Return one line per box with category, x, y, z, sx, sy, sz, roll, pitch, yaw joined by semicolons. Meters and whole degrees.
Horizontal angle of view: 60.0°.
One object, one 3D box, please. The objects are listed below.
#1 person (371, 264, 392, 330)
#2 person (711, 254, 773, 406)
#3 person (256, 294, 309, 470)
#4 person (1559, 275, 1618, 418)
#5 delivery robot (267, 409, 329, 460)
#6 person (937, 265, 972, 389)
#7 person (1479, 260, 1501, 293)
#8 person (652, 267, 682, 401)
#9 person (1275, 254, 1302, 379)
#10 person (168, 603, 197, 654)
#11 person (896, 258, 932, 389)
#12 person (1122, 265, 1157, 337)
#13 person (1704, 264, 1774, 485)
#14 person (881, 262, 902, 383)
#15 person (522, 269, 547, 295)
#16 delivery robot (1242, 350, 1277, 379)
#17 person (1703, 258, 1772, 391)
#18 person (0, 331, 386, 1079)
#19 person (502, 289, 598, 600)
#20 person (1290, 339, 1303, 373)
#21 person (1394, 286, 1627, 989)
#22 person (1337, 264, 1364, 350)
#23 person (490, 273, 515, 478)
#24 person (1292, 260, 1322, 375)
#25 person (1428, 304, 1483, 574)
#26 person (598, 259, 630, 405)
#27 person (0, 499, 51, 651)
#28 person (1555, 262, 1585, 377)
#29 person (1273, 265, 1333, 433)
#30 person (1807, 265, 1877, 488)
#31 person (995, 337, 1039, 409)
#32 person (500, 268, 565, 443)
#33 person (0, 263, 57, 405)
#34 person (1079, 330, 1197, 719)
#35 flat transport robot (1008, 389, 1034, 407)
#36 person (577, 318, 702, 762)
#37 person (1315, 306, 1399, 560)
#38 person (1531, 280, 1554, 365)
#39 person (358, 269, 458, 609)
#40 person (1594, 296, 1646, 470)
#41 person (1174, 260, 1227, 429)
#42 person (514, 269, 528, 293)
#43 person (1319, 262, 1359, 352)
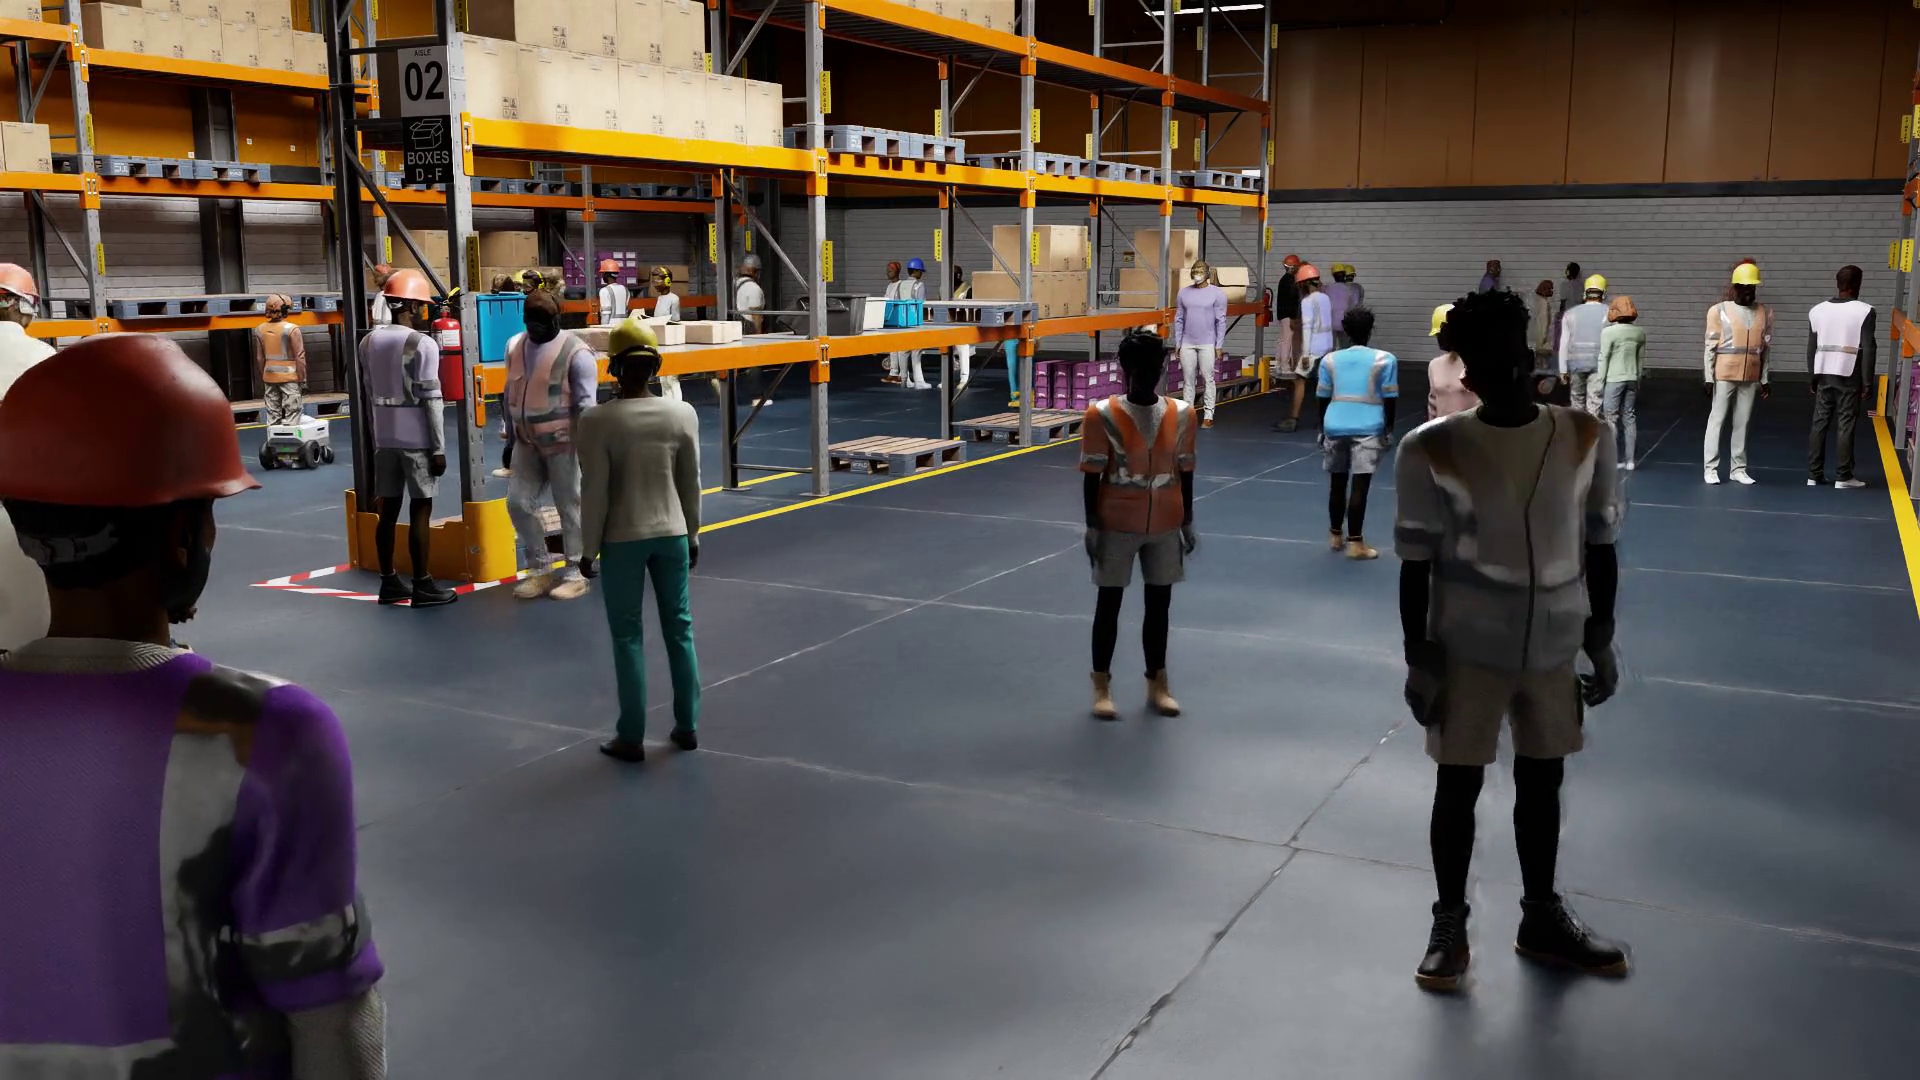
person;-7.062;-2.448;20.500;0.358;1.882;0.591;-8;13;-40
person;-2.853;-2.787;22.008;0.729;2.000;0.707;-6;11;-31
person;-6.318;-1.468;15.533;0.512;1.641;0.307;3;10;18
person;6.281;-1.714;16.498;0.593;1.806;0.665;7;12;36
delivery robot;-6.263;-1.010;15.747;0.477;0.478;0.707;0;10;0
person;-0.068;-3.168;24.793;0.623;1.844;0.430;6;11;30
person;8.832;-3.701;27.692;0.402;1.906;0.652;2;10;12
person;-3.362;-2.176;18.988;0.329;1.865;0.508;-7;12;-35
person;5.280;-3.578;26.718;0.392;1.995;0.612;-1;10;-5
person;-1.366;0.730;2.814;0.522;1.637;0.306;8;13;39
person;-0.697;-3.228;24.865;0.410;1.937;0.605;-9;13;-42
person;2.796;-3.289;25.429;0.649;1.869;1.063;8;13;40
person;6.804;-1.442;14.547;0.585;1.928;0.369;0;10;-3
person;-0.997;-3.377;25.877;0.337;1.882;0.584;-6;12;-33
person;-3.822;-1.502;15.058;0.519;1.874;0.327;6;11;30
delivery robot;4.445;-2.609;25.006;0.477;0.478;0.707;-5;11;-27
person;11.599;-3.207;24.734;1.020;1.951;0.621;9;13;42
person;-0.907;0.737;1.908;0.549;1.936;0.376;1;10;4
person;-2.387;-0.535;9.607;0.652;1.819;0.537;5;11;26
person;5.674;-3.658;27.762;0.640;1.796;0.659;1;10;4
person;1.546;0.288;4.546;0.750;1.939;0.374;0;10;-2
person;6.366;-3.609;27.371;0.599;1.830;0.404;-7;12;-34
person;-4.060;-1.479;15.018;0.346;1.841;0.506;3;10;18
person;5.631;-3.634;27.319;0.695;1.896;0.437;2;10;14
person;3.179;-0.627;10.455;0.888;1.706;0.539;-8;13;-40
person;-4.623;-2.757;22.133;0.354;1.939;0.544;4;11;23
person;-1.402;0.621;2.275;0.385;2.039;0.616;2;10;12
person;9.941;-3.582;27.104;0.517;1.873;0.334;-3;10;-17
person;3.968;-2.160;18.823;0.514;1.900;0.700;9;13;43
person;7.586;-1.402;14.347;0.391;1.919;0.593;-6;12;-31
person;0.745;-2.612;21.600;0.571;1.829;0.445;2;10;10
person;-4.394;-1.902;17.416;1.006;1.867;0.680;0;10;-2
person;-4.575;-0.367;8.210;0.657;1.962;0.652;4;10;20
person;0.777;-0.064;7.240;0.539;1.696;0.317;-2;10;-11
flat transport robot;1.221;-1.891;21.940;0.652;0.197;1.431;5;11;26
person;-1.286;-0.001;6.680;0.533;1.767;0.326;-7;12;-36
person;2.637;-0.713;11.100;0.551;1.668;0.586;6;11;30
person;8.714;-3.097;25.034;0.435;1.620;0.500;1;10;6
person;-3.147;-0.573;9.525;0.543;1.929;0.380;4;11;24
person;6.143;-1.451;15.485;0.495;1.622;0.294;-4;10;-21
person;2.753;-2.248;19.183;0.633;1.940;0.368;6;11;29
person;-5.435;-2.466;20.800;0.612;1.813;0.421;2;10;11
person;5.612;-3.174;24.684;0.601;1.904;0.653;2;10;12
